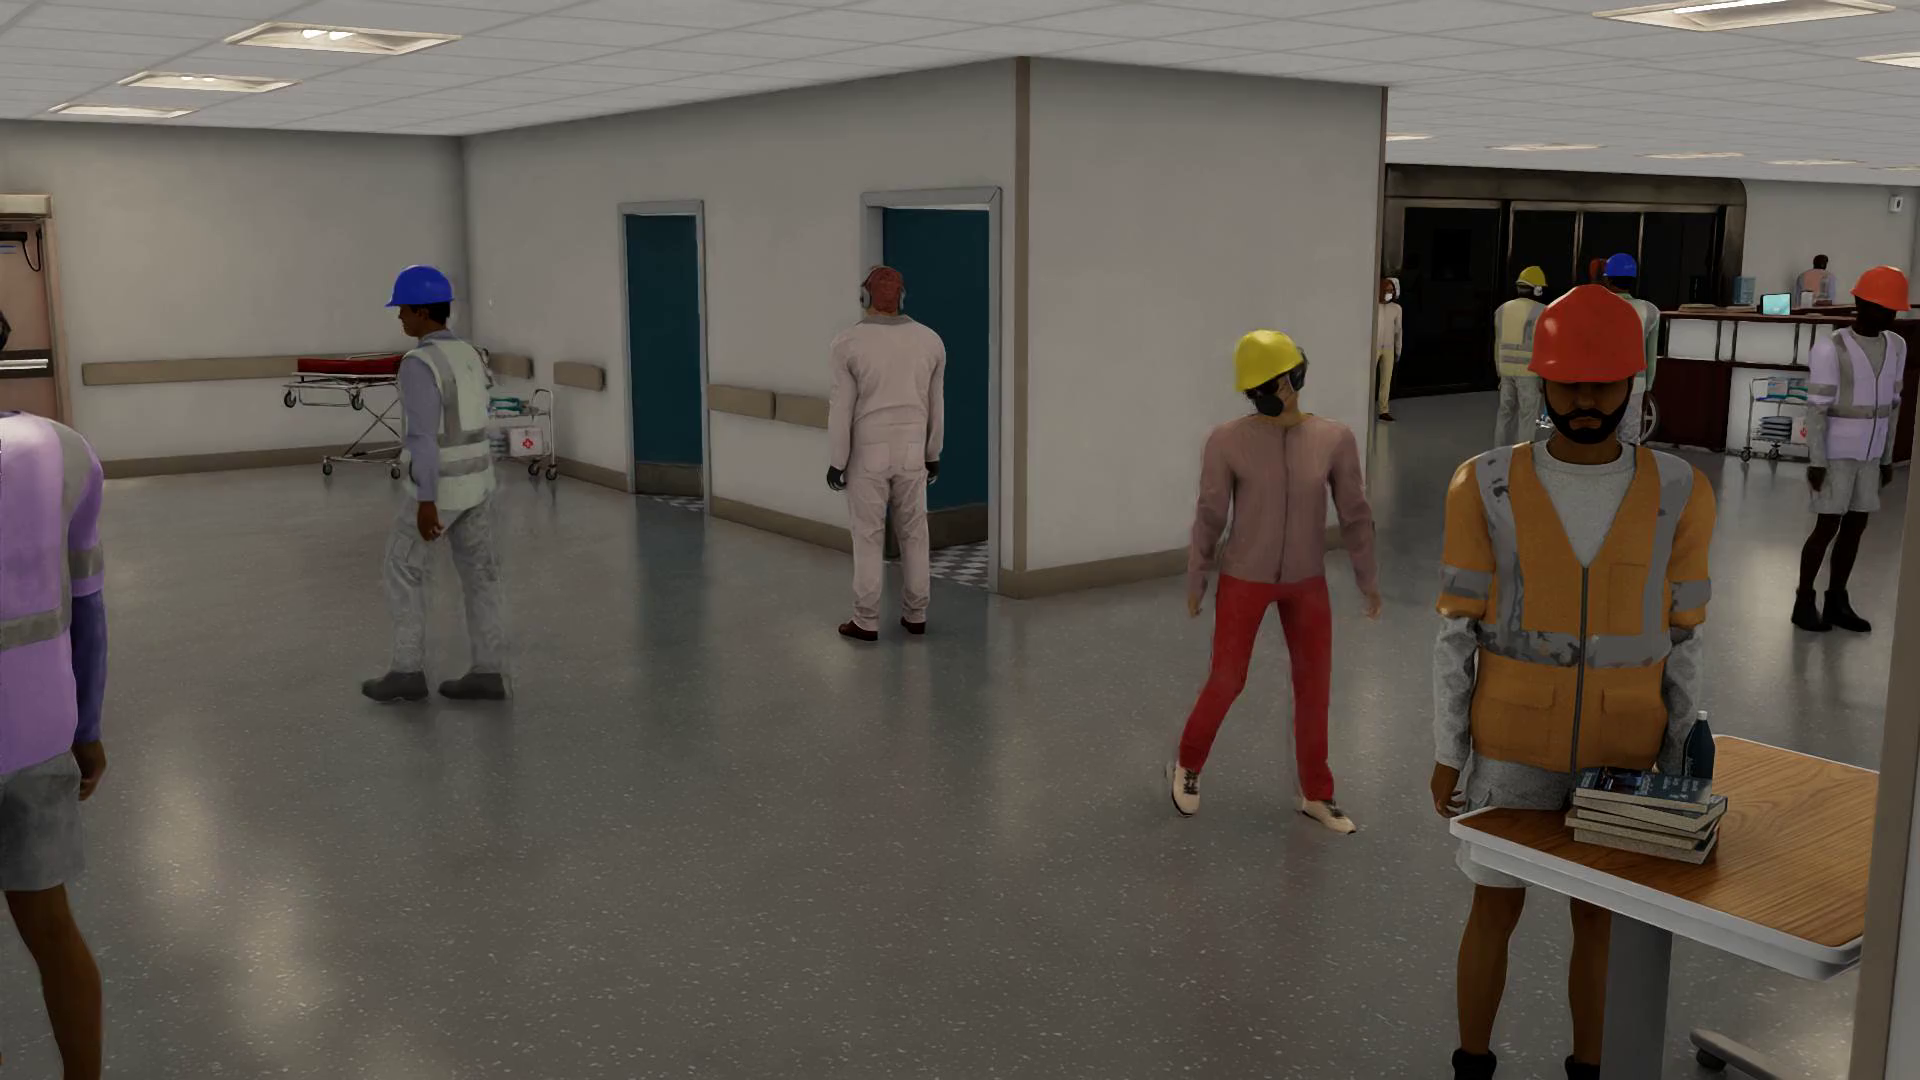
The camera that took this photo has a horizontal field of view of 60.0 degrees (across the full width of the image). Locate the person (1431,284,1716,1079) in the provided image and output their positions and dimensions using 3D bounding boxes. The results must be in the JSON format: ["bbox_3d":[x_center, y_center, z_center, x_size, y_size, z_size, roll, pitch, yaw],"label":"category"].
[{"bbox_3d":[1.291,0.433,3.546,0.553,1.935,0.364,2,10,12],"label":"person"}]

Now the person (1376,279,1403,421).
[{"bbox_3d":[4.786,-2.149,18.899,0.504,1.627,0.285,-2,10,-13],"label":"person"}]

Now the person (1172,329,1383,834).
[{"bbox_3d":[1.105,0.136,5.782,0.656,1.743,0.461,-1,10,-7],"label":"person"}]

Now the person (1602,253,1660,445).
[{"bbox_3d":[4.791,-1.114,12.181,0.613,1.947,0.388,-2,10,-9],"label":"person"}]

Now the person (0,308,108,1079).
[{"bbox_3d":[-2.043,0.409,3.436,0.403,2.031,0.614,3,11,19],"label":"person"}]

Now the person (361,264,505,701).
[{"bbox_3d":[-2.370,-0.233,7.305,0.755,1.921,0.652,2,10,11],"label":"person"}]

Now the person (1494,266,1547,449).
[{"bbox_3d":[4.960,-1.488,14.645,0.403,1.825,0.603,-6,12,-30],"label":"person"}]

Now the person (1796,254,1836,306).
[{"bbox_3d":[13.961,-3.728,27.128,0.429,1.842,0.629,-7,12,-35],"label":"person"}]

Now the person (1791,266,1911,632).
[{"bbox_3d":[4.632,-0.452,8.596,0.551,1.913,0.435,-3,10,-15],"label":"person"}]

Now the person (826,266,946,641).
[{"bbox_3d":[-0.392,-0.439,8.521,0.650,1.907,0.409,-6,12,-28],"label":"person"}]
